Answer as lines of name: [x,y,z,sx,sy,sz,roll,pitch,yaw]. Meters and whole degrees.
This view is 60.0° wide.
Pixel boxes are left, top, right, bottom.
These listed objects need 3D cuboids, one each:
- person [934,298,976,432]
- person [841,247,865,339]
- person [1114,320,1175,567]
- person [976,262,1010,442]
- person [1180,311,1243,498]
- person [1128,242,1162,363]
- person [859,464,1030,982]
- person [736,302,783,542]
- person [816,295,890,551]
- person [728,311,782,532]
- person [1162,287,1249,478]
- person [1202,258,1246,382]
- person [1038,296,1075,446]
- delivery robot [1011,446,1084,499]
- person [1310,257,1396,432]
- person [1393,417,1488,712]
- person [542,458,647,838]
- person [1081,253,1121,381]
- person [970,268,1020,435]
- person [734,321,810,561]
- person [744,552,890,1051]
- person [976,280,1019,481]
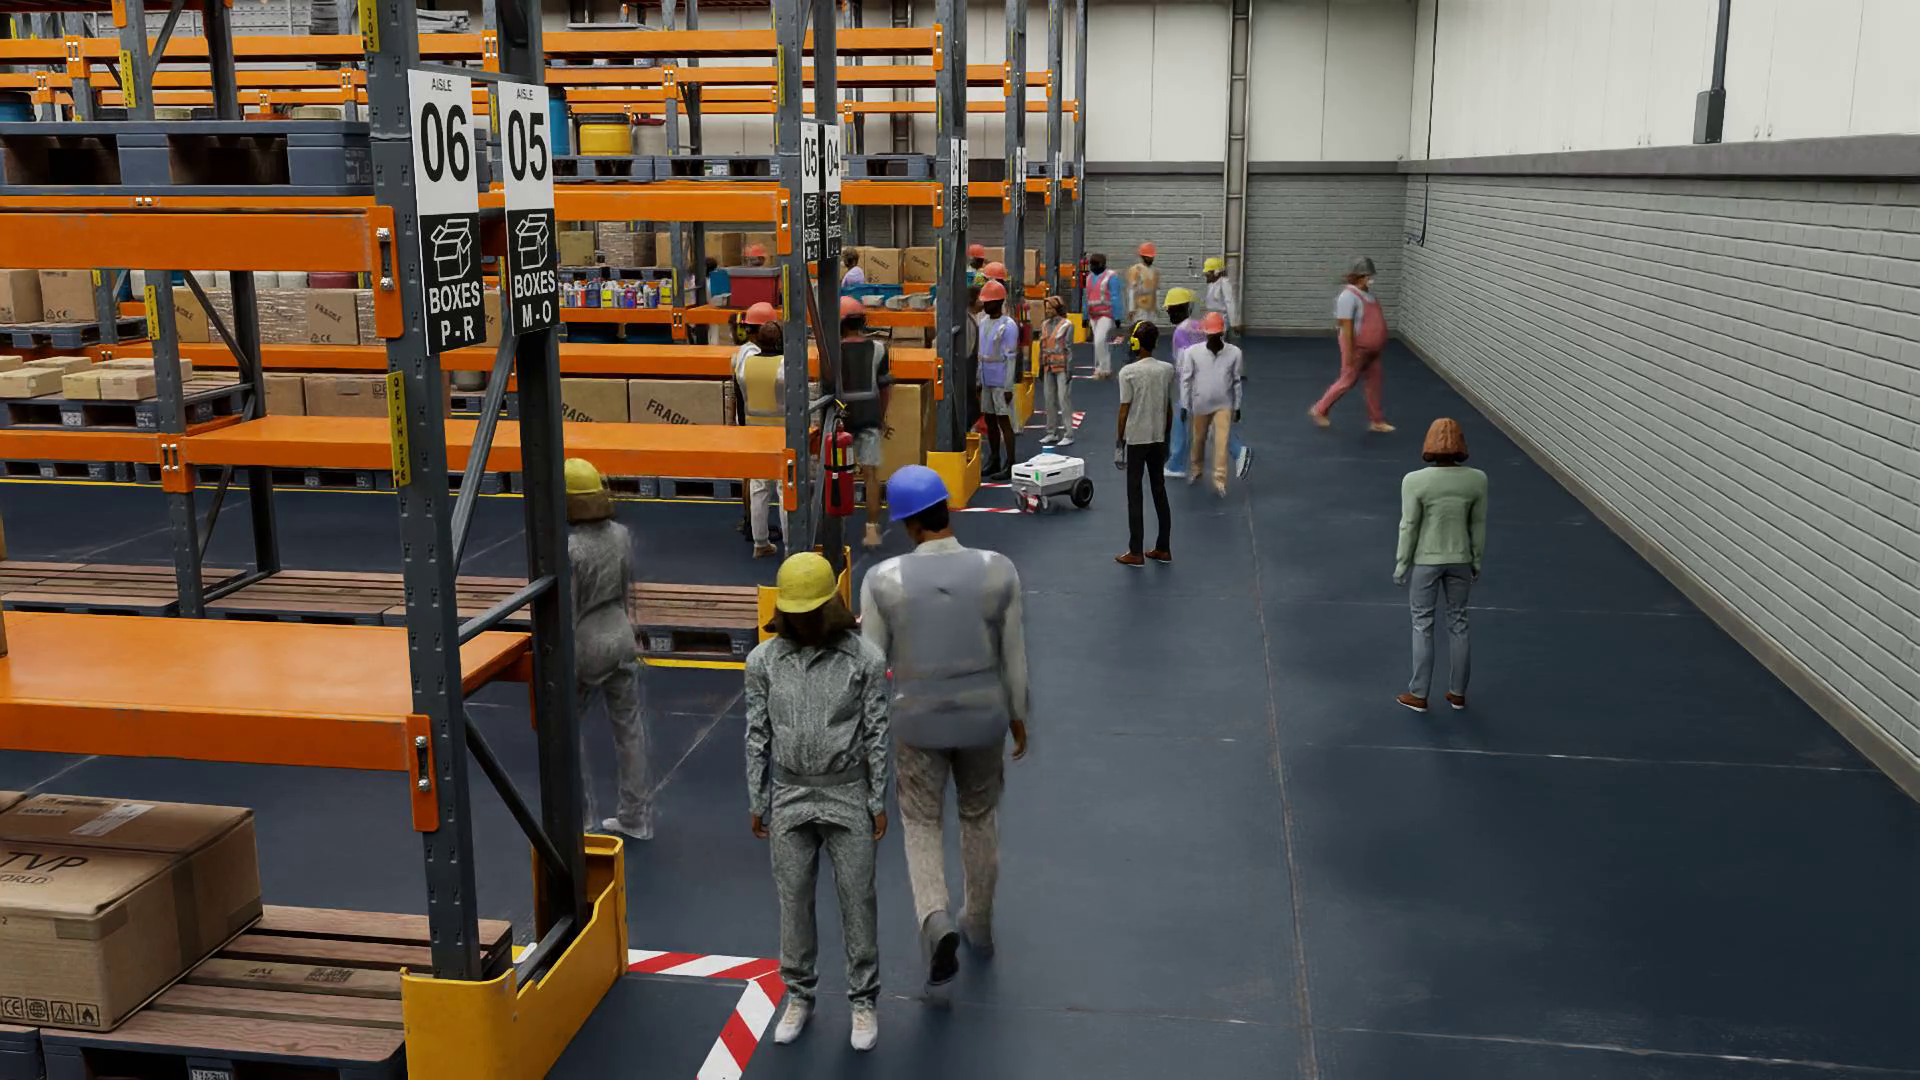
person: [-0.035,-2.189,19.059,0.407,1.910,0.640,-7,14,-28]
person: [-1.476,-3.054,22.891,0.373,1.940,0.628,0,12,1]
person: [1.399,-0.728,12.589,0.504,1.860,0.330,-7,14,-29]
person: [0.339,-2.060,18.323,0.408,1.980,0.626,-3,13,-13]
person: [2.327,-1.287,15.464,0.591,1.710,0.795,1,13,5]
person: [2.803,-3.515,25.025,0.644,1.915,0.473,-9,16,-36]
person: [-0.055,0.689,6.091,0.637,1.903,0.678,-1,13,-6]
person: [-1.608,-0.946,13.407,0.389,1.929,0.544,-3,13,-14]
person: [-0.850,-0.945,13.269,0.607,1.992,1.002,-3,13,-14]
person: [-1.626,-0.945,13.595,0.576,1.846,0.573,7,14,30]
person: [2.340,-1.496,16.027,0.905,1.877,0.606,5,13,21]
person: [3.659,-3.073,23.402,0.898,1.761,0.616,-2,13,-9]
person: [1.058,-1.847,18.151,0.313,1.630,0.524,-10,16,-38]
delivery robot: [0.775,-0.589,14.700,0.477,0.478,0.707,11,17,41]
person: [4.542,-2.258,19.066,0.905,2.000,0.688,10,16,39]
person: [2.642,0.137,9.180,0.507,1.632,0.281,-2,13,-8]
person: [-1.645,0.492,7.384,0.566,1.727,0.503,9,15,34]
person: [1.945,-3.173,23.702,0.703,1.813,0.657,-9,15,-34]
person: [0.262,-2.104,18.724,0.910,1.877,0.615,3,13,12]
person: [-1.405,-0.754,12.729,0.626,1.844,0.429,6,14,26]
person: [-0.483,0.879,5.612,0.494,1.729,0.325,1,13,5]
person: [0.325,-1.538,16.082,0.381,1.929,0.546,-8,15,-33]
